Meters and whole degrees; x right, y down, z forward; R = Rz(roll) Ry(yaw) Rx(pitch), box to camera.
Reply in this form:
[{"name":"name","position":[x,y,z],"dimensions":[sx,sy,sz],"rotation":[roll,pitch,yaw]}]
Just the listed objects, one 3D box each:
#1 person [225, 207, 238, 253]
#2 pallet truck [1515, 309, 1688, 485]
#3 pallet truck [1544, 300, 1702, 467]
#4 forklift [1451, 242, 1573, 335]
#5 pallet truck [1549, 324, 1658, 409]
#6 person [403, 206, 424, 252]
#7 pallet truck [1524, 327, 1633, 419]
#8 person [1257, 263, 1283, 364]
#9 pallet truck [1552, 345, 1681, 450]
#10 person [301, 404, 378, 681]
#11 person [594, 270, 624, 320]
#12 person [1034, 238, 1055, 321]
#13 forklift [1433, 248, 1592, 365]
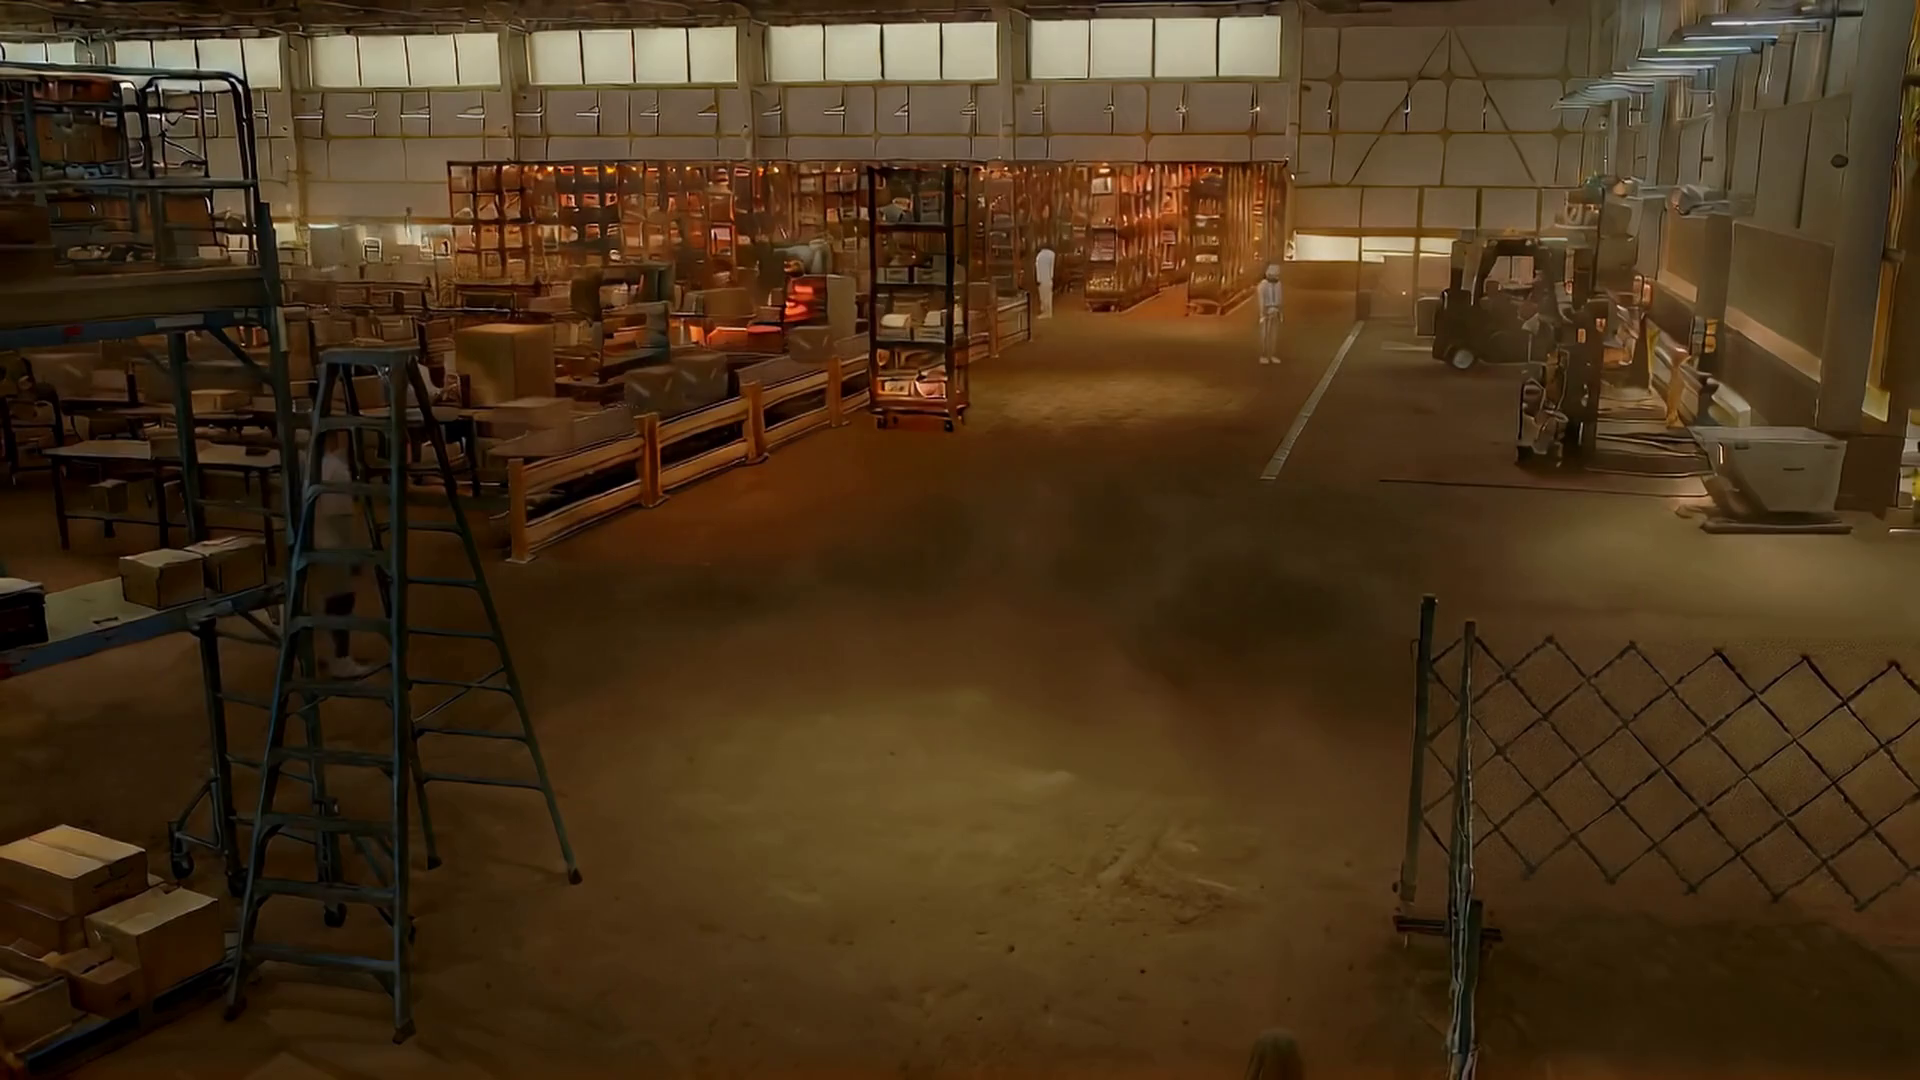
[{"name":"person","position":[-25.610,-10.709,58.500],"dimensions":[0.414,1.985,0.611],"rotation":[2,13,9]},{"name":"pallet truck","position":[7.554,-1.677,19.446],"dimensions":[1.885,1.965,0.823],"rotation":[3,13,14]},{"name":"pallet truck","position":[8.263,-1.952,20.631],"dimensions":[1.885,1.965,0.823],"rotation":[5,14,20]},{"name":"forklift","position":[10.464,-4.597,31.405],"dimensions":[2.680,1.987,1.157],"rotation":[4,14,16]},{"name":"pallet truck","position":[9.824,-2.669,25.407],"dimensions":[1.601,1.201,0.680],"rotation":[4,14,16]},{"name":"person","position":[-21.499,-12.175,65.226],"dimensions":[0.929,1.788,0.633],"rotation":[-2,13,-9]},{"name":"pallet truck","position":[9.065,-2.460,24.370],"dimensions":[1.522,1.261,0.704],"rotation":[3,13,14]},{"name":"person","position":[5.700,-4.159,30.515],"dimensions":[0.591,1.837,0.403],"rotation":[-10,16,-37]},{"name":"pallet truck","position":[8.641,-1.896,21.908],"dimensions":[1.630,1.274,0.653],"rotation":[4,14,16]},{"name":"person","position":[-4.512,0.038,11.977],"dimensions":[0.500,2.031,0.625],"rotation":[-10,16,-36]},{"name":"person","position":[-6.376,-4.072,30.397],"dimensions":[0.685,1.730,0.306],"rotation":[-4,14,-17]},{"name":"person","position":[1.929,-6.012,38.366],"dimensions":[0.406,1.906,0.654],"rotation":[7,15,26]},{"name":"forklift","position":[9.780,-4.111,29.280],"dimensions":[2.680,1.987,1.157],"rotation":[3,13,14]}]
